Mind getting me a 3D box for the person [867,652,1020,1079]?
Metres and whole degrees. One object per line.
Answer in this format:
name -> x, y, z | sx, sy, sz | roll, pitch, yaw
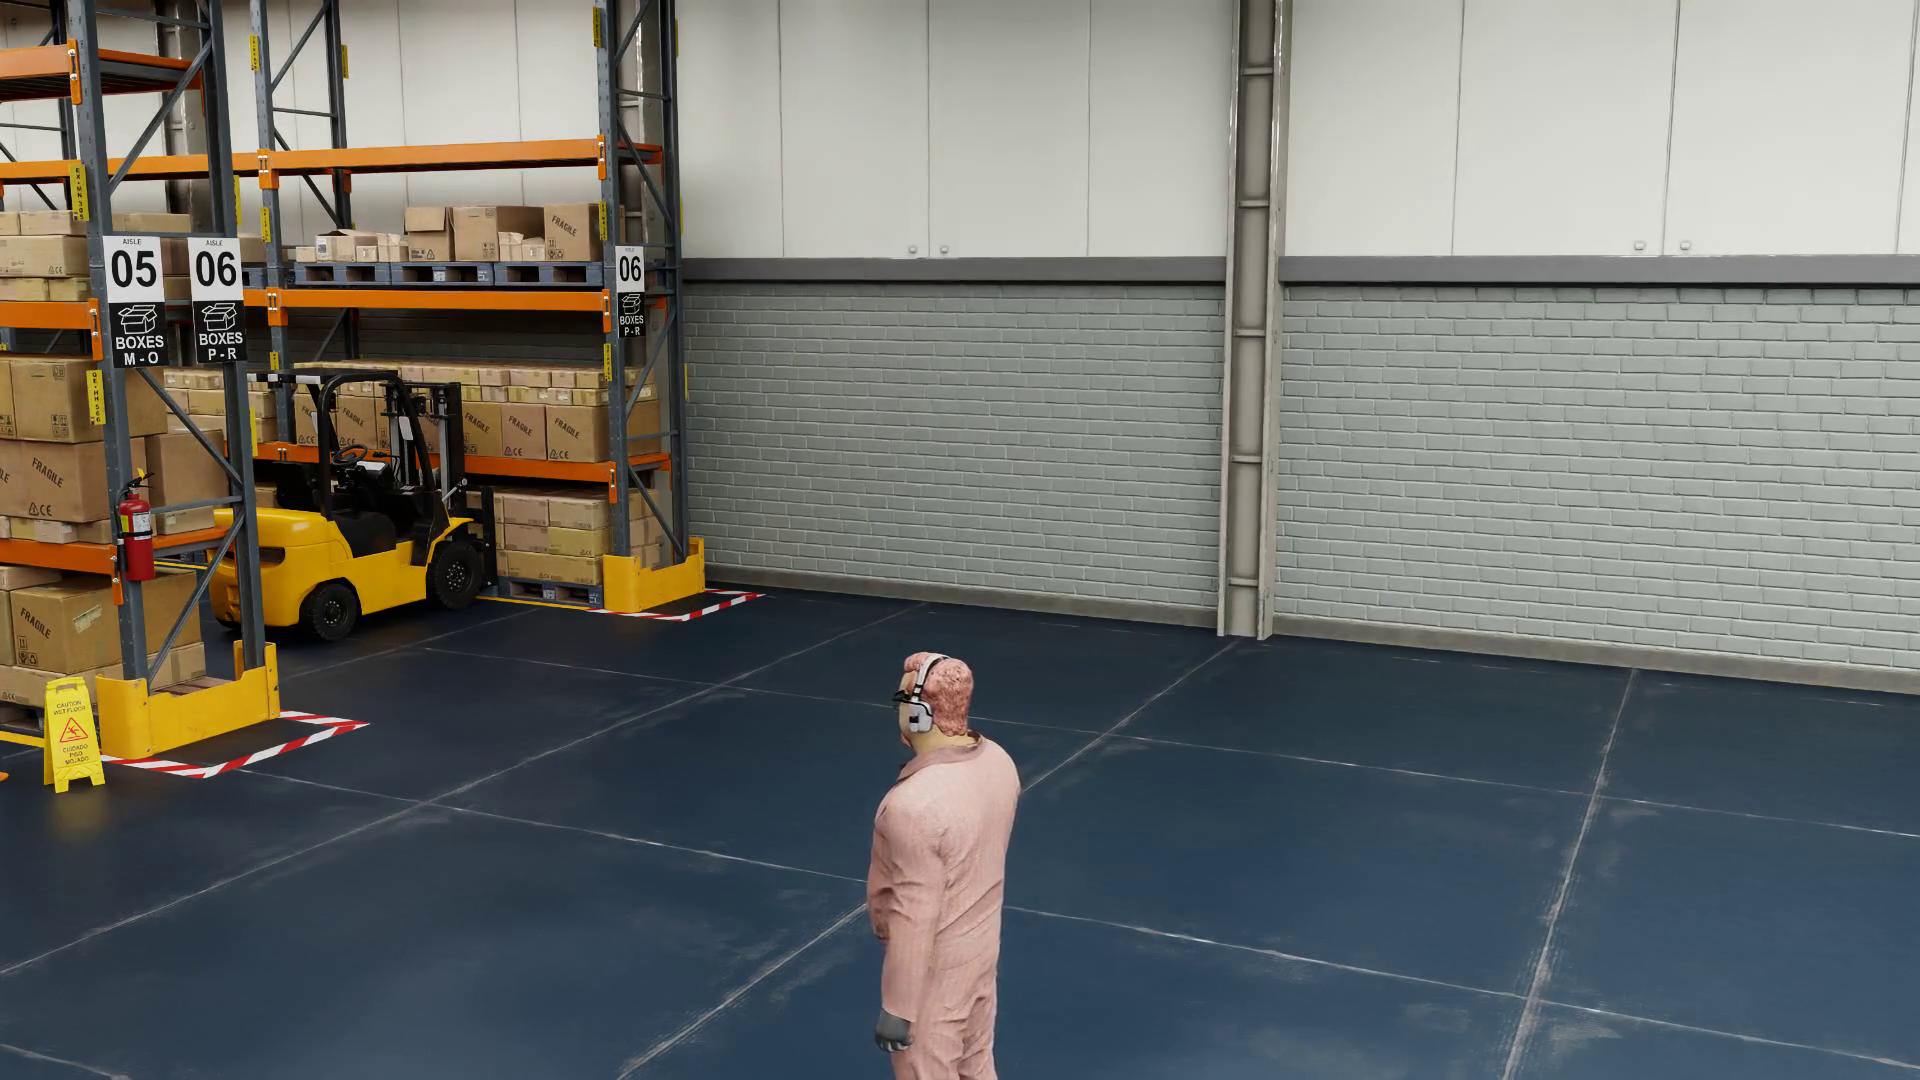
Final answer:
person -> -0.078, 1.275, 5.014 | 0.408, 1.906, 0.654 | 5, 10, 26
